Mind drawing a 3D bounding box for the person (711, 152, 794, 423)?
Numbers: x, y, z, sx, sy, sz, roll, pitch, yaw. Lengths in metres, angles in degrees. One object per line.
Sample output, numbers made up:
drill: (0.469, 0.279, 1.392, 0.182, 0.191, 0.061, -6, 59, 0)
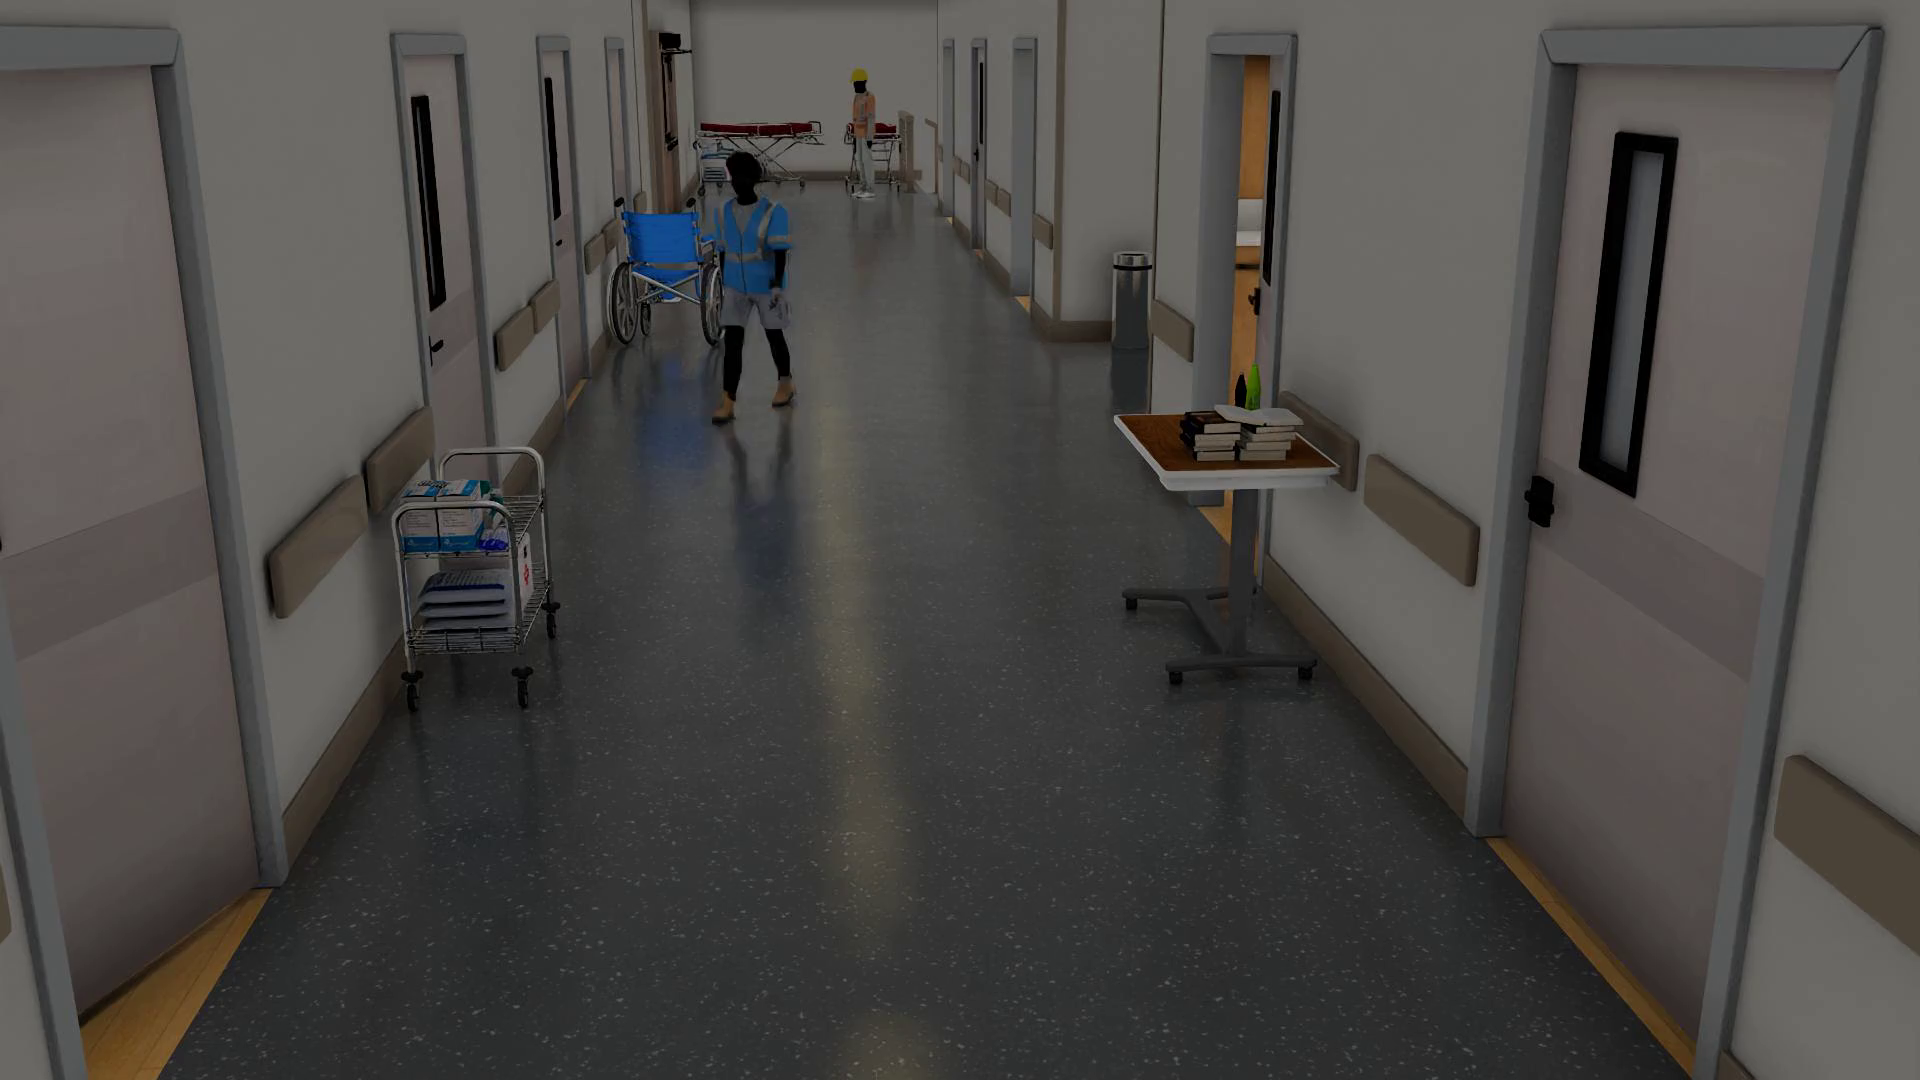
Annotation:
person: (-1.298, -1.605, 10.487, 0.544, 1.652, 0.874, 5, 17, 16)

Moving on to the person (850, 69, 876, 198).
person: (-1.485, -6.183, 25.327, 0.399, 1.918, 0.587, -8, 18, -25)
